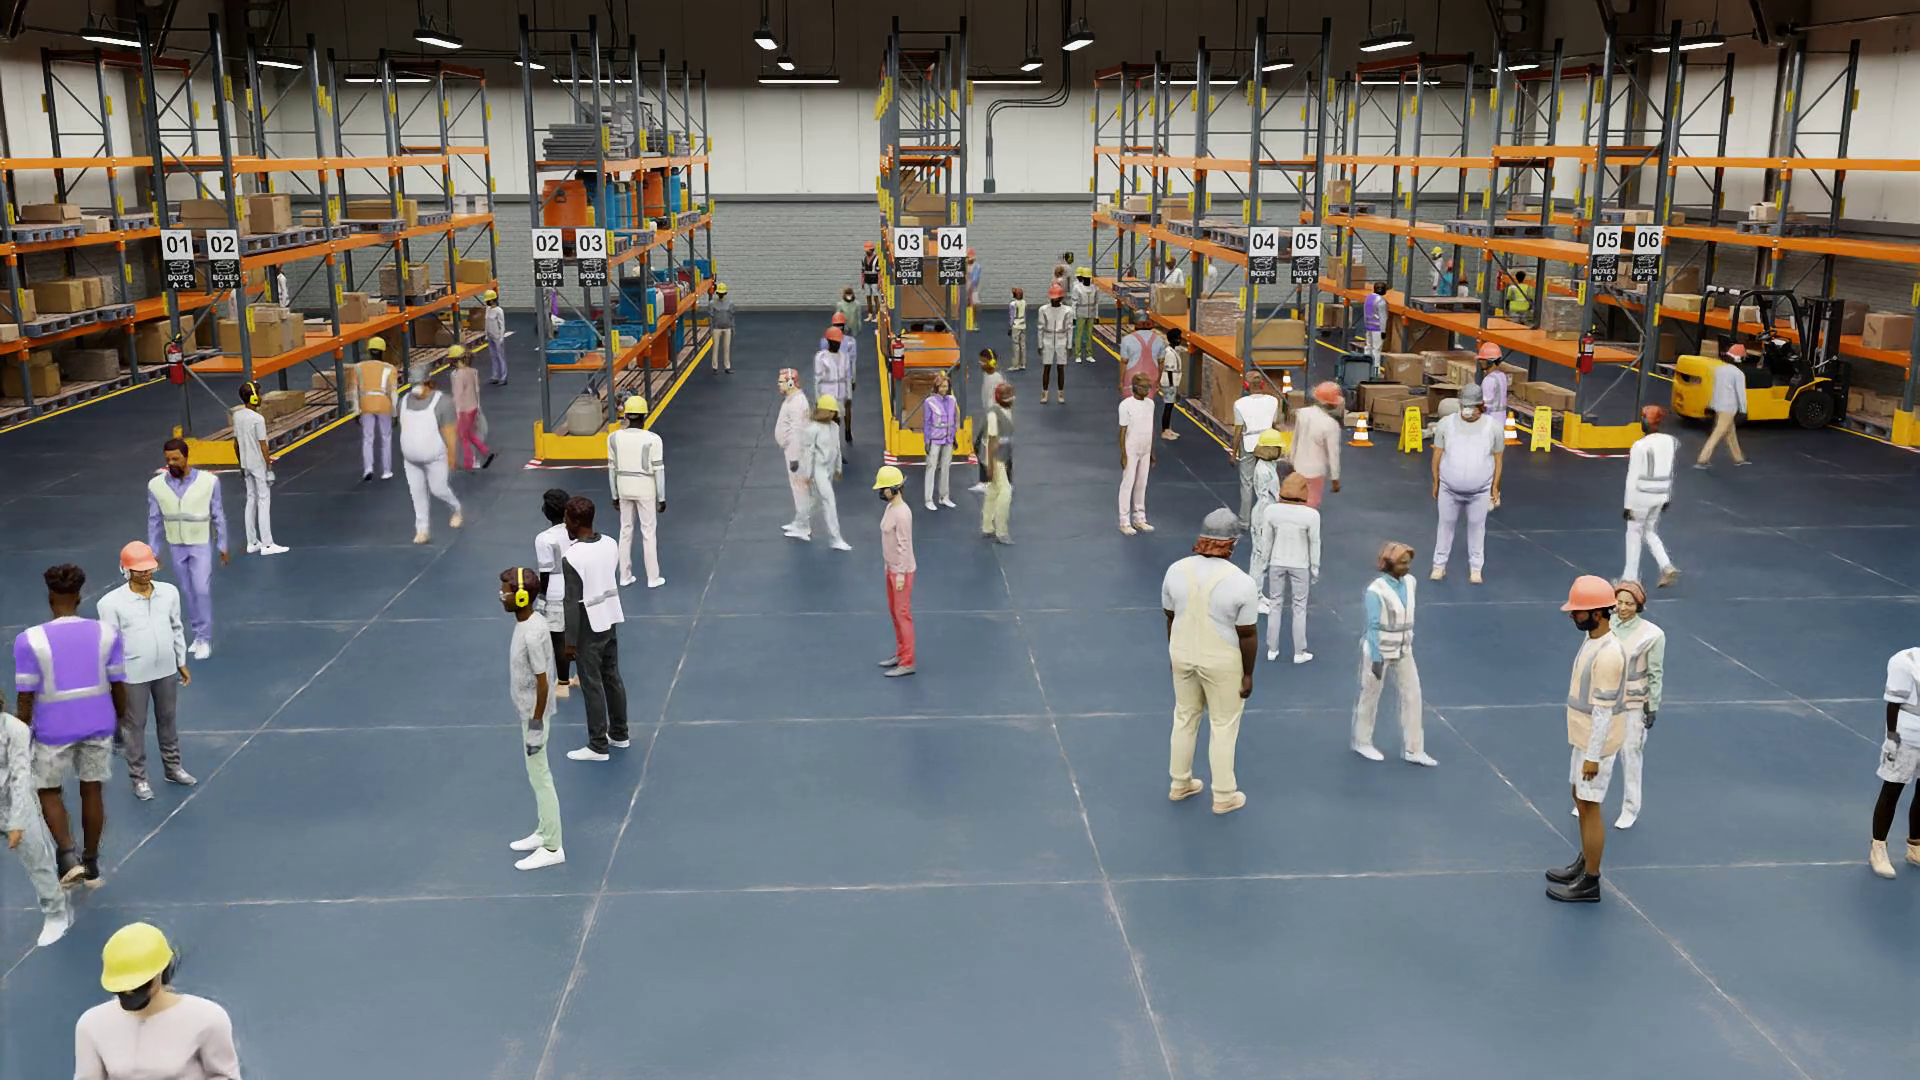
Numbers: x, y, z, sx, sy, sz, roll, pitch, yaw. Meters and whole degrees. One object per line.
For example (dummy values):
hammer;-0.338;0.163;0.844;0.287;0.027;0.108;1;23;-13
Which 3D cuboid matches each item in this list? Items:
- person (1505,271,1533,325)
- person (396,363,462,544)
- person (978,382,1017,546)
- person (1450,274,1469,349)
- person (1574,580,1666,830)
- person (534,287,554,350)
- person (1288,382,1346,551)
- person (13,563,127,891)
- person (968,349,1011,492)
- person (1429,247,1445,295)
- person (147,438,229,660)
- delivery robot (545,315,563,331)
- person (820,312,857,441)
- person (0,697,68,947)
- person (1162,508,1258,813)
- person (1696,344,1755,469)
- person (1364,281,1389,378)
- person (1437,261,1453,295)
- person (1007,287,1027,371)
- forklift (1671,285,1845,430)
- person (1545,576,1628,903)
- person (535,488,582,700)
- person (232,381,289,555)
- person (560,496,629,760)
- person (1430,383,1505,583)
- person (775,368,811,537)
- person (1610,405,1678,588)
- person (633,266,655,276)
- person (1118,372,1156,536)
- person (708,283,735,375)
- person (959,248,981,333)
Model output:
person;12.222;-5.059;36.475;0.555;1.662;0.802;2;13;7
person;-5.915;-0.997;18.493;0.689;2.000;0.694;2;13;9
person;0.459;-0.845;18.329;0.558;1.808;0.674;4;14;17
person;10.921;-4.999;36.354;0.344;1.624;0.633;-6;15;-24
person;4.251;1.047;10.718;0.314;1.633;0.519;-12;18;-42
person;-8.992;-4.954;35.886;0.489;1.746;0.286;7;15;28
person;3.731;-0.724;17.562;0.459;1.939;0.708;-5;14;-21
person;-5.228;1.108;9.814;0.668;1.926;0.598;-12;18;-41
person;0.369;-1.480;20.948;0.672;1.842;0.575;-5;14;-21
person;12.250;-6.617;42.769;0.403;1.827;0.595;5;14;19
person;-6.638;0.083;14.224;0.609;1.893;0.733;-1;13;-5
delivery robot;-9.523;-5.061;38.684;0.477;0.478;0.707;-11;18;-39
person;-1.807;-2.426;24.795;0.539;1.929;0.383;-1;13;-4
person;-5.111;1.467;8.811;0.488;1.684;0.874;0;13;-2
person;1.687;0.771;11.000;0.684;2.000;0.535;10;17;36
person;10.509;-1.817;22.691;0.920;1.697;0.589;-1;13;-5
person;7.927;-4.001;31.650;0.430;1.840;0.625;-4;14;-17
person;11.376;-5.641;38.811;0.588;1.736;0.413;-6;14;-23
person;1.131;-4.148;32.691;0.307;1.645;0.514;10;17;37
forklift;12.503;-2.886;26.166;2.313;2.155;1.214;-1;13;-3
person;3.639;1.149;9.665;0.390;1.923;0.551;3;14;12
person;-3.161;0.424;13.202;0.318;1.700;0.535;7;15;26
person;-7.568;-0.774;17.911;0.533;1.870;0.315;8;15;30
person;-2.618;0.628;11.900;0.397;1.910;0.587;5;14;19
person;5.078;-0.573;16.697;0.684;2.000;0.535;5;14;20
person;-1.889;-0.993;18.796;0.394;1.899;0.642;-2;13;-7
person;6.763;-0.388;16.273;0.633;1.877;0.542;-6;15;-26
person;-7.835;-6.238;41.299;0.563;1.755;0.322;-5;14;-22
person;2.016;-0.983;18.850;0.506;1.847;0.346;-10;17;-37
person;-4.602;-4.083;32.167;0.523;1.762;0.329;-6;15;-25
person;0.197;-5.968;39.685;0.606;2.001;1.054;-5;14;-19
